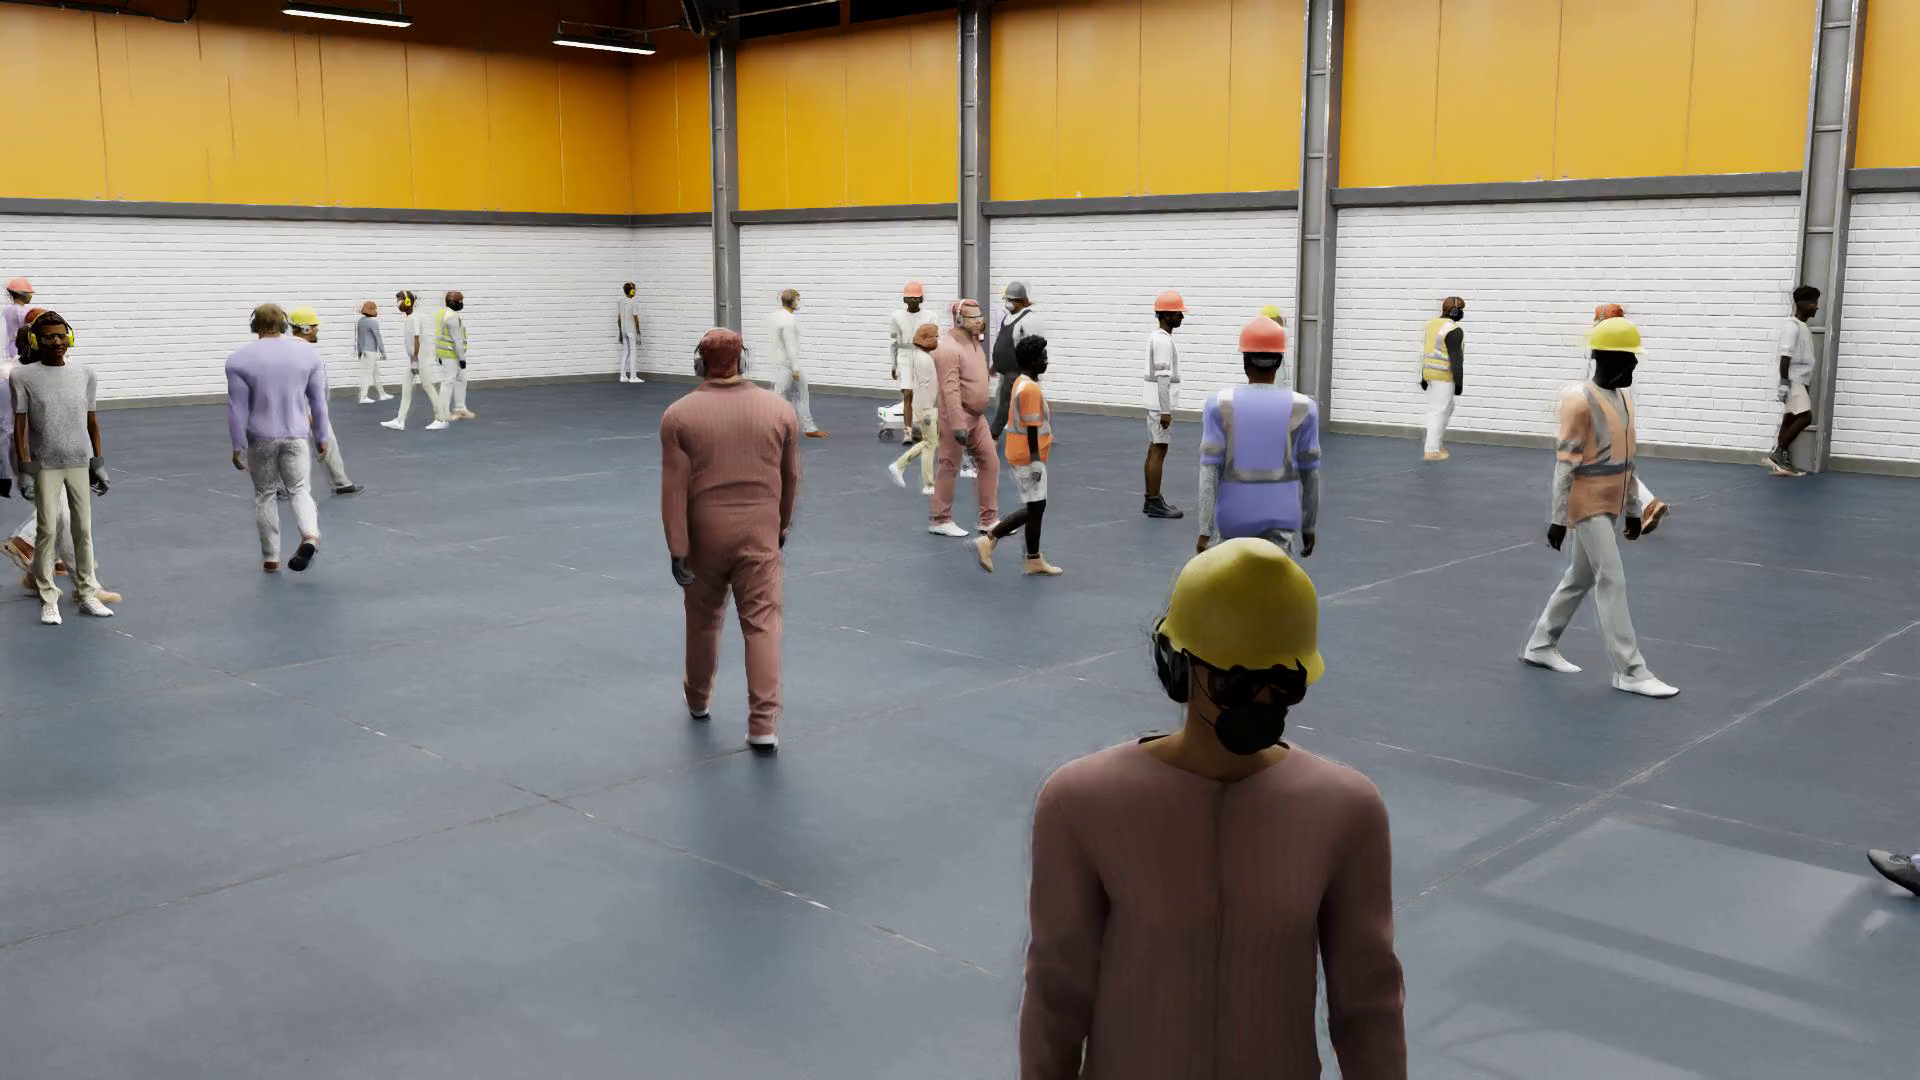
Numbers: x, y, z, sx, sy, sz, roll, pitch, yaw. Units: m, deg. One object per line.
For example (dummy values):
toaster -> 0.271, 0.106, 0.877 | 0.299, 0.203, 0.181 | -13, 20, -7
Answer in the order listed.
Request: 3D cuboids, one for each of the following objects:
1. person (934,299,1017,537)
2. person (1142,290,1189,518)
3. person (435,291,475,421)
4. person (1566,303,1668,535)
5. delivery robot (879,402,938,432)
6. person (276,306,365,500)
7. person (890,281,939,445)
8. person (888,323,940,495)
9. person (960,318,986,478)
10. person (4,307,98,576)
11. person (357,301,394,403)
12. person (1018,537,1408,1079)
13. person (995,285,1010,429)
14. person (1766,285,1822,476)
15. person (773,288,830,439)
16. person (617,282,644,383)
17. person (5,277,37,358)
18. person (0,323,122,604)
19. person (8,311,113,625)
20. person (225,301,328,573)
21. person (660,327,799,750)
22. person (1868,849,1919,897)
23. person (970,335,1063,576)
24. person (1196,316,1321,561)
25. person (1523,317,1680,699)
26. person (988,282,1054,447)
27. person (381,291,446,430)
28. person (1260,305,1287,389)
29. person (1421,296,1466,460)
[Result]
person -> 0.119, -0.936, 13.031 | 0.802, 1.874, 0.665 | 5, 10, 26
person -> 1.754, -1.159, 14.232 | 0.379, 1.938, 0.547 | 0, 9, 1
person -> -7.010, -2.562, 23.219 | 0.707, 1.814, 0.649 | -5, 11, -29
person -> 5.190, -0.944, 13.188 | 0.580, 1.858, 0.823 | -8, 12, -41
delivery robot -> -0.637, -1.526, 20.423 | 0.707, 0.478, 0.477 | -2, 9, -13
person -> -6.036, -1.255, 15.296 | 0.921, 1.789, 0.609 | -9, 13, -42
person -> -0.555, -2.158, 20.246 | 0.608, 1.986, 1.063 | 1, 9, 3
person -> -0.377, -1.221, 15.595 | 0.500, 1.623, 0.507 | 0, 9, 0
person -> 0.123, -1.454, 16.973 | 0.279, 1.633, 0.497 | 1, 9, 5
person -> -6.296, -0.652, 11.367 | 0.655, 1.856, 0.563 | 5, 11, 30
person -> -9.296, -2.987, 26.476 | 0.528, 1.599, 0.765 | 8, 12, 40
person -> 0.367, 0.861, 2.374 | 0.555, 1.752, 0.387 | -1, 9, -8
person -> 0.664, -2.439, 22.120 | 0.386, 1.922, 0.594 | 3, 10, 19
person -> 8.527, -1.609, 16.938 | 0.427, 1.950, 0.644 | 7, 12, 37
person -> -2.168, -2.169, 20.578 | 1.010, 1.897, 0.647 | -1, 9, -7
person -> -6.175, -3.865, 31.052 | 0.545, 1.870, 0.329 | 7, 11, 35
person -> -12.149, -2.375, 21.468 | 0.941, 2.018, 0.618 | -8, 12, -39
person -> -5.747, -0.477, 10.539 | 0.763, 1.789, 0.664 | 2, 9, 11
person -> -5.399, -0.435, 10.005 | 0.328, 1.872, 0.513 | 8, 12, 40
person -> -4.660, -0.685, 11.438 | 0.664, 1.911, 0.731 | -5, 11, -30
person -> -1.034, -0.022, 7.521 | 0.652, 1.860, 0.981 | -3, 10, -18
person -> 3.492, 0.413, 5.283 | 0.528, 1.719, 0.921 | -5, 10, -27
person -> 0.403, -0.558, 11.317 | 0.568, 1.679, 0.540 | 0, 9, -1
person -> 1.427, -0.117, 7.976 | 0.570, 1.887, 0.993 | 1, 9, 8
person -> 3.277, -0.185, 8.449 | 0.604, 1.883, 0.898 | -9, 13, -44
person -> 0.679, -2.121, 19.814 | 1.077, 2.000, 0.685 | -2, 10, -15
person -> -7.218, -2.346, 21.856 | 0.911, 1.816, 0.685 | -6, 11, -32
person -> 3.682, -1.943, 19.776 | 0.894, 1.689, 0.501 | 3, 10, 17
person -> 5.389, -1.788, 18.468 | 0.548, 1.816, 0.646 | -2, 9, -10
